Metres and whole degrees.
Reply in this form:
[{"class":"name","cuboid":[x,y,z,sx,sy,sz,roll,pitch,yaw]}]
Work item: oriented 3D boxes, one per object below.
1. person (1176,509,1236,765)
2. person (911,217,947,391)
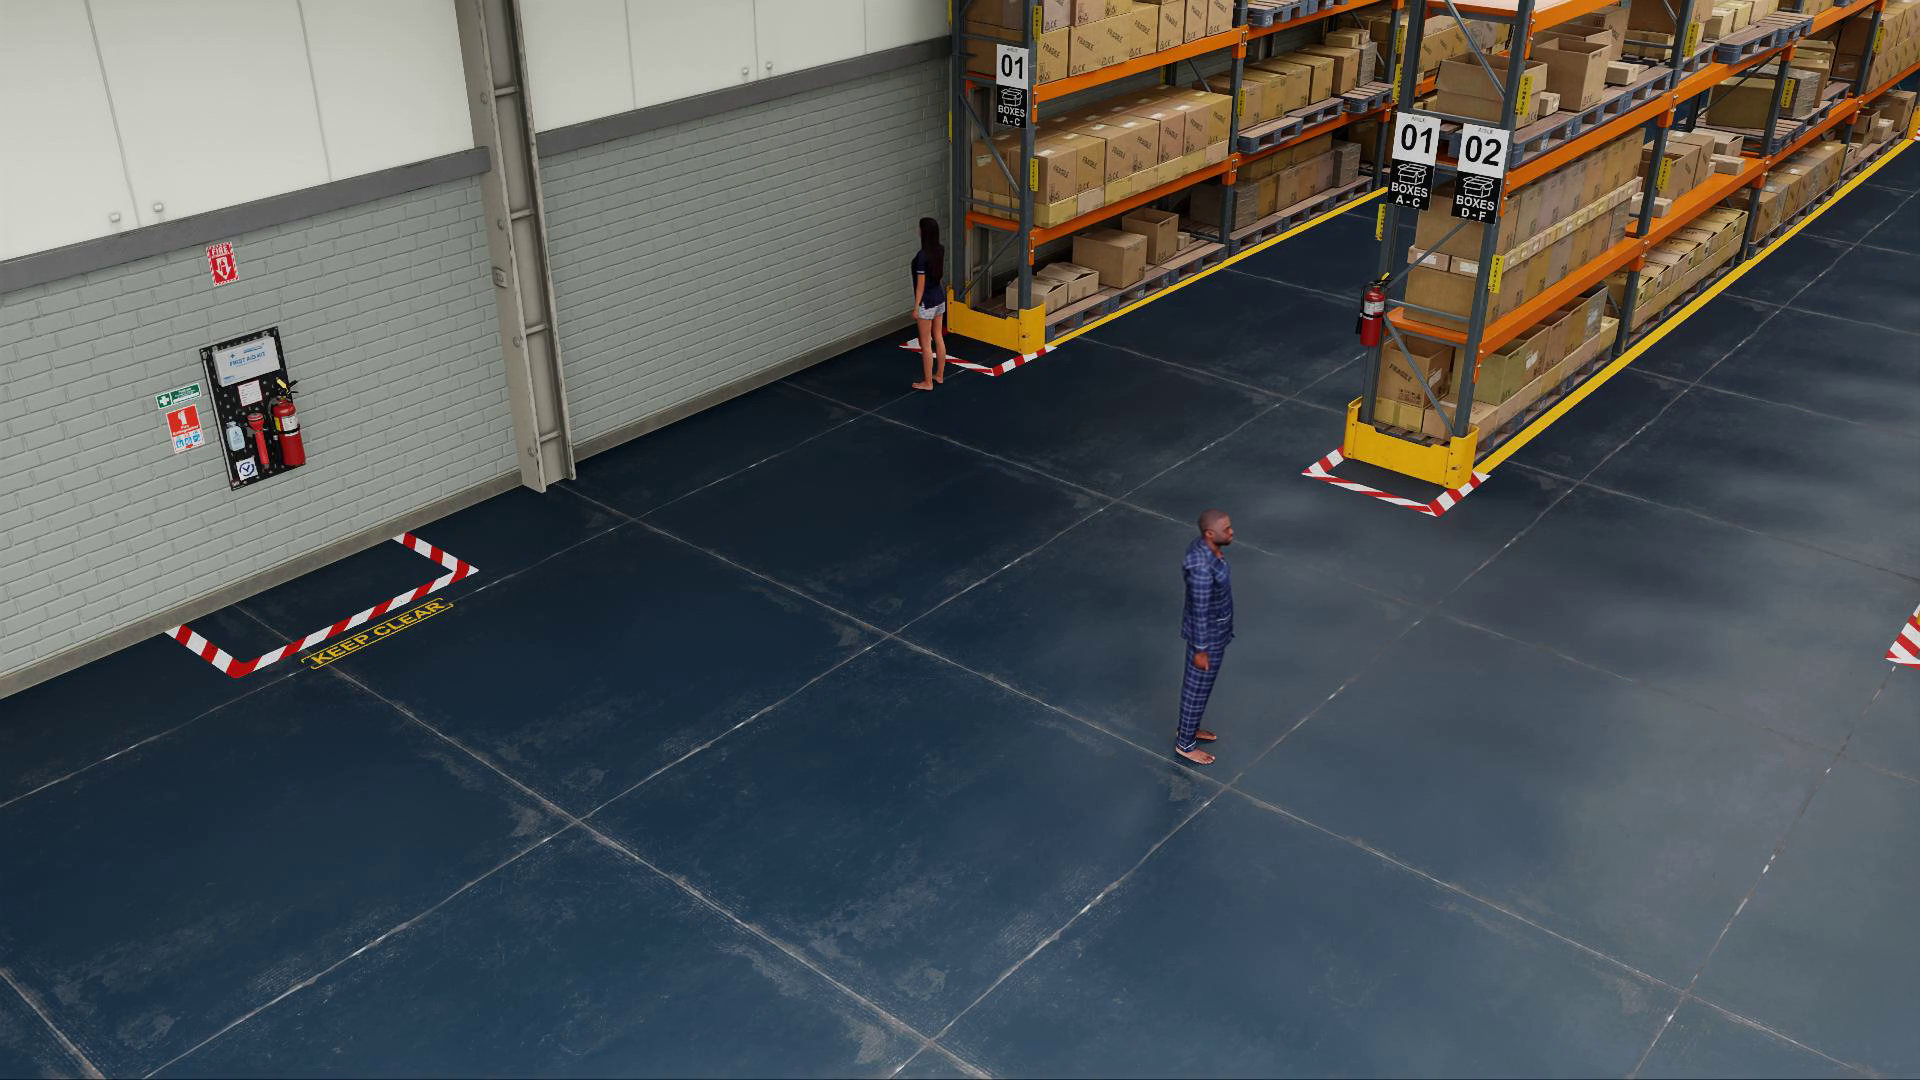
[{"class":"person","cuboid":[1.616,0.604,10.999,0.838,1.824,0.720,5,28,10]},{"class":"person","cuboid":[-0.300,-2.364,16.633,0.640,1.767,0.474,18,33,31]}]
